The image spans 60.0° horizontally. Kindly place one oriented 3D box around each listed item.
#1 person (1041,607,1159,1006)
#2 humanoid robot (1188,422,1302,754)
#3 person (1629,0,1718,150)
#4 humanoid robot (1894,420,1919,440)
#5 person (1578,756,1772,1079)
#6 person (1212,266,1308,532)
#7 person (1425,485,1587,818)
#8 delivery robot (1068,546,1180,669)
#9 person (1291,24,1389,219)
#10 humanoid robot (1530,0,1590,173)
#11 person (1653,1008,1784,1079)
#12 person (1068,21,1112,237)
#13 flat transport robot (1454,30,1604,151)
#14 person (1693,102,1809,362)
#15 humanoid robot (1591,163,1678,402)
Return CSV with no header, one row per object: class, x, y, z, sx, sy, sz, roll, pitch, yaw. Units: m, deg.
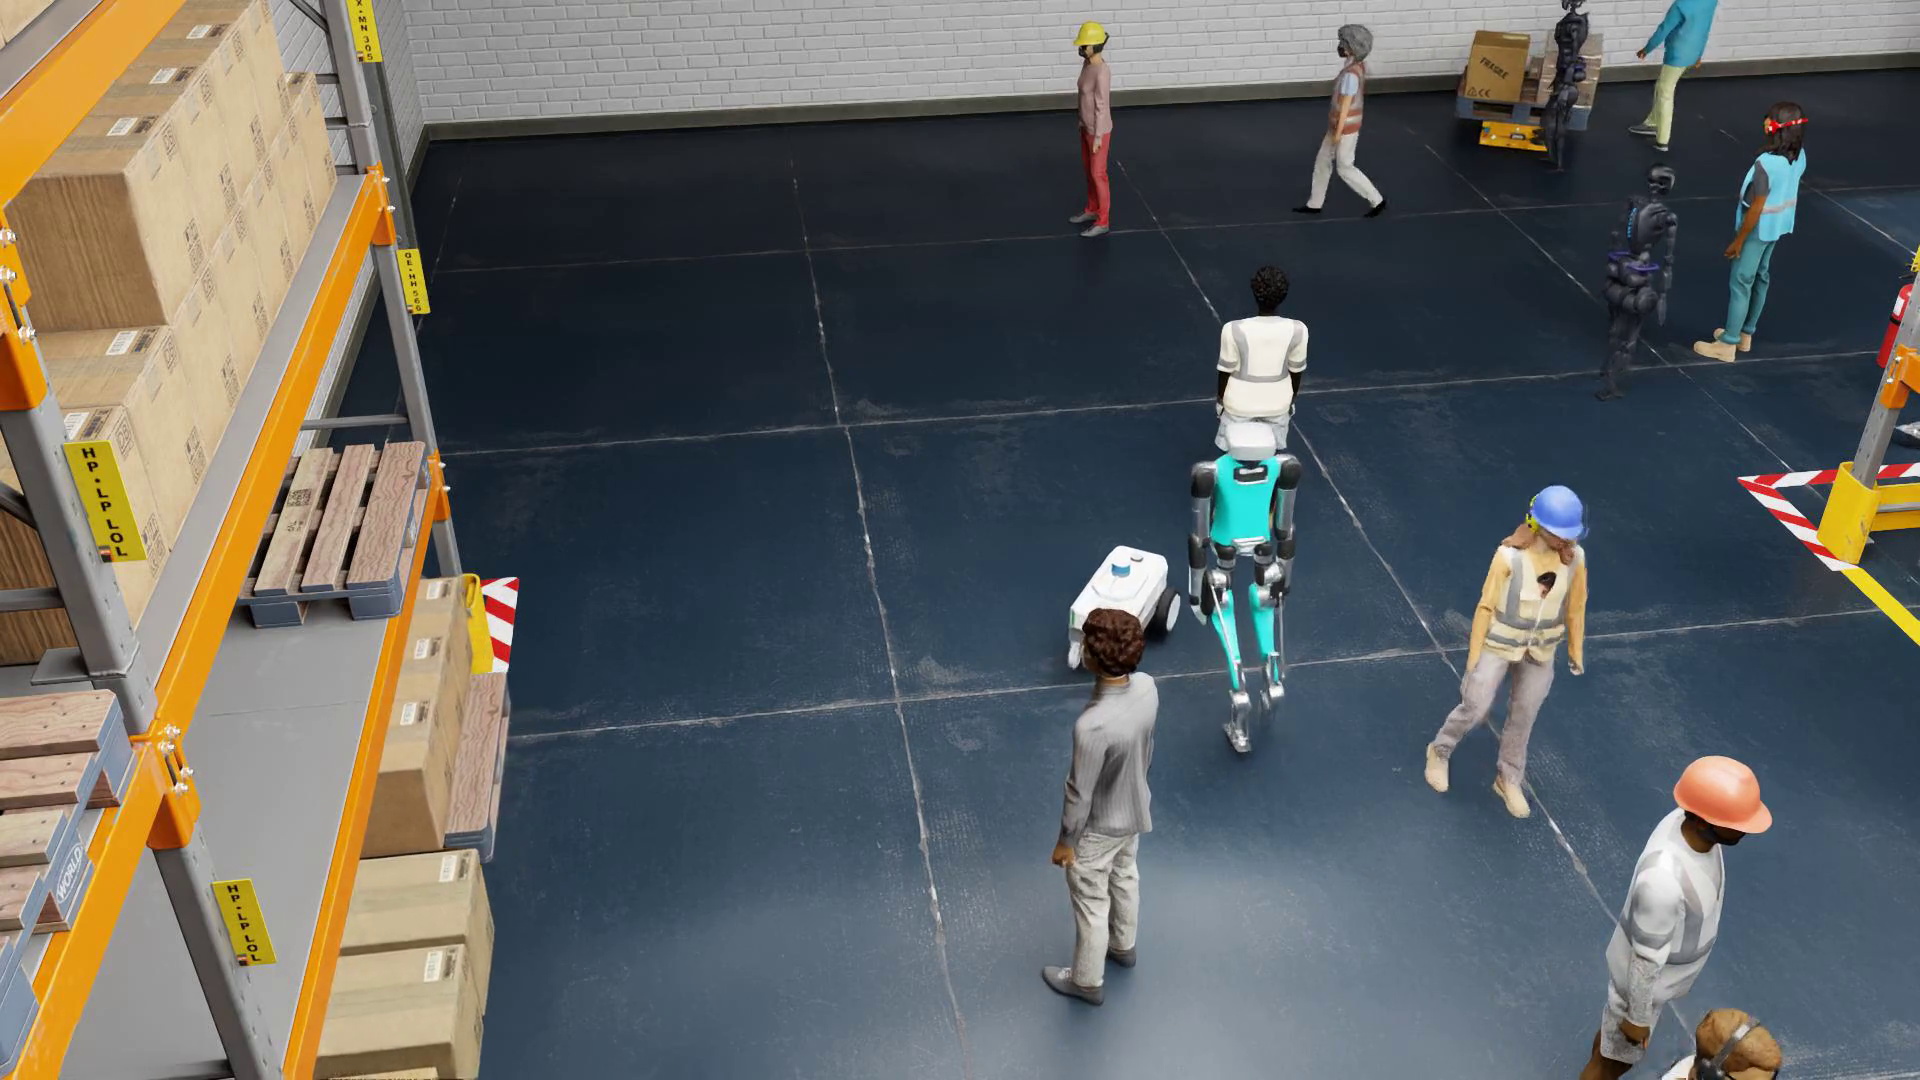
person,0.604,1.092,6.698,0.403,1.892,0.548,23,40,31
humanoid robot,1.390,0.367,7.996,0.535,1.842,0.703,-5,33,-8
person,6.604,-4.540,15.472,0.565,1.721,0.539,-24,40,-31
humanoid robot,6.593,-1.309,10.497,0.946,1.746,0.567,4,33,6
person,2.511,1.538,5.969,0.358,1.939,0.542,21,38,28
person,1.749,-0.803,9.782,0.528,1.688,0.322,-3,33,-5
person,2.578,0.494,7.717,0.604,1.769,0.452,-1,33,-2
delivery robot,0.868,0.353,9.048,0.499,0.593,0.789,15,36,21
person,3.267,-3.460,13.881,0.755,1.664,0.441,6,34,9
humanoid robot,5.411,-4.104,14.858,0.333,1.644,0.612,6,34,9
person,2.192,2.126,5.165,0.503,1.830,0.435,-24,40,-32
person,1.075,-3.378,13.667,0.334,1.762,0.522,-7,34,-11
flat transport robot,5.441,-4.106,16.144,0.659,0.231,1.431,11,35,16
person,5.599,-2.147,11.681,0.528,1.866,0.397,-23,40,-31
humanoid robot,4.591,-1.745,11.244,0.394,1.655,0.613,-12,35,-17
